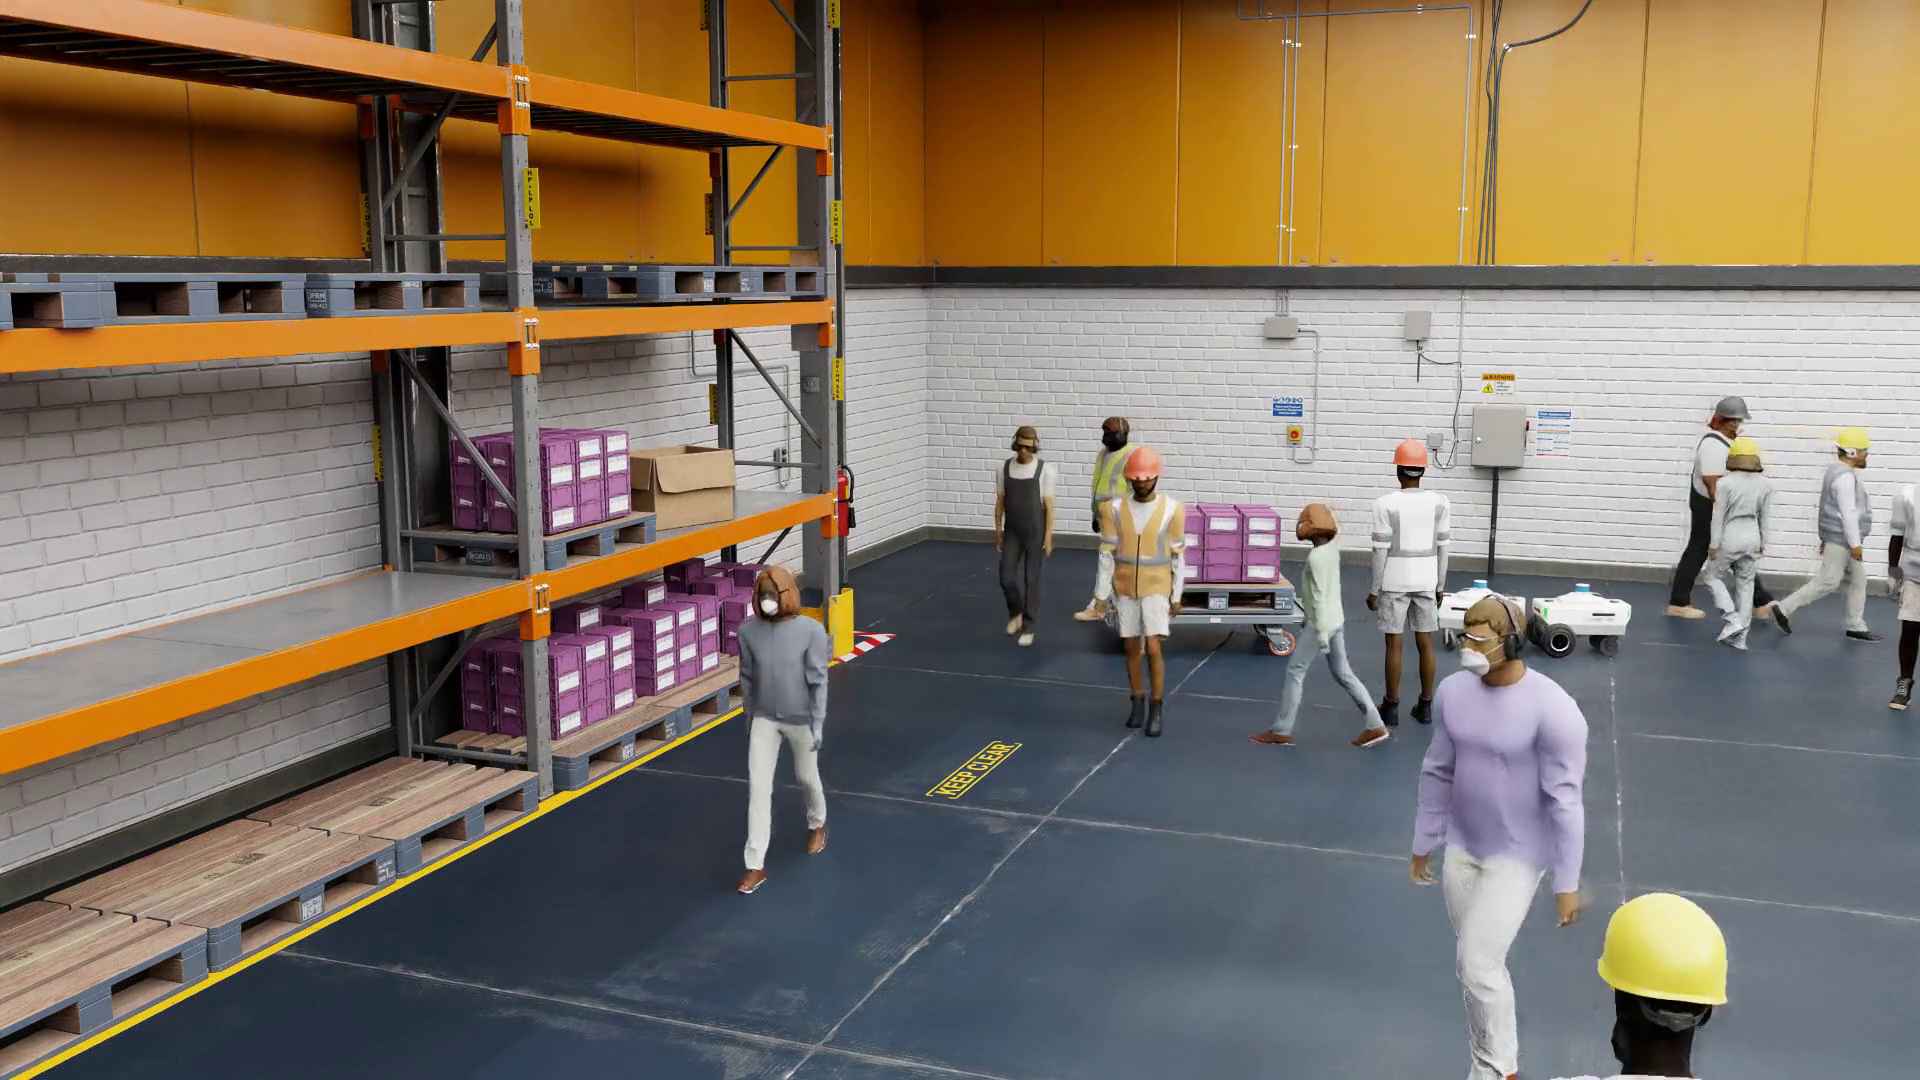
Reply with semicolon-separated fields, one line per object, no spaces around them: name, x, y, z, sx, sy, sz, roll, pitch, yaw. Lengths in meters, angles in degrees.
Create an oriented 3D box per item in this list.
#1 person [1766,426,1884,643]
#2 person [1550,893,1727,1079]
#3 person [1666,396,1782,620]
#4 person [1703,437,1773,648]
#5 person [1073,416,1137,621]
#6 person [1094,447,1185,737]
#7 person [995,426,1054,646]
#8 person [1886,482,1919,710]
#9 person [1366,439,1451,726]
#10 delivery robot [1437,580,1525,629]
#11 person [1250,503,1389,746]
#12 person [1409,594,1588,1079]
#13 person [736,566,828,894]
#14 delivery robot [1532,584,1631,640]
person;7.211;-0.045;13.759;0.831;1.809;0.578;5;10;27
person;1.269;1.616;3.069;0.595;1.897;0.869;0;9;-3
person;6.741;-0.288;14.524;1.025;2.000;0.692;7;12;38
person;6.314;0.022;13.538;0.509;1.727;0.362;-1;9;-6
person;1.425;-0.205;14.732;0.895;1.809;0.636;-4;10;-23
person;1.181;0.341;10.992;0.559;1.909;0.681;3;10;18
person;0.521;-0.037;13.658;0.506;1.821;0.409;3;9;16
person;6.722;0.245;11.472;0.612;1.951;0.406;7;12;38
person;3.011;0.289;11.222;0.542;1.939;0.361;-1;9;-7
delivery robot;4.214;0.568;13.508;0.707;0.478;0.477;3;9;18
person;2.364;0.552;10.674;0.829;1.585;0.495;5;10;27
person;1.837;1.144;5.924;0.649;1.911;0.654;-5;10;-27
person;-0.888;0.905;8.449;0.503;1.589;0.862;2;9;11
delivery robot;4.986;0.594;13.346;0.707;0.478;0.477;0;9;2
